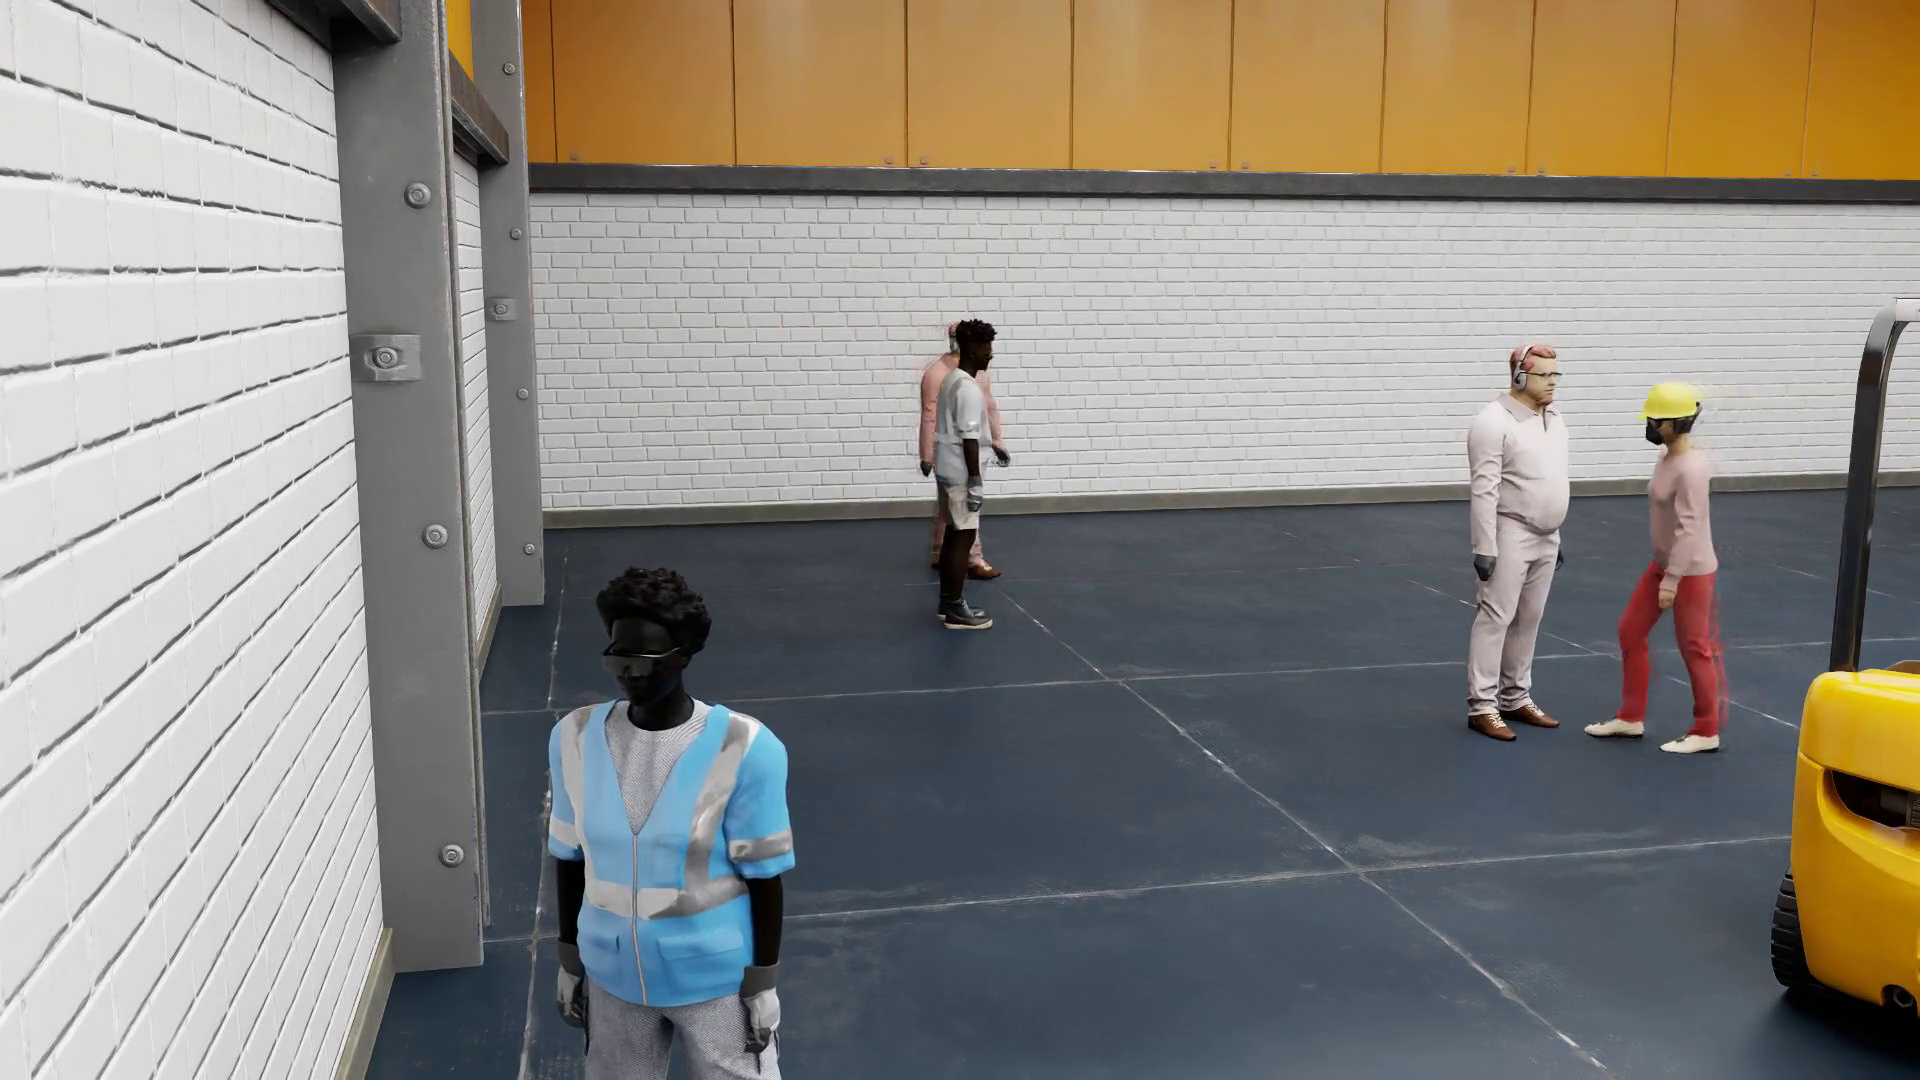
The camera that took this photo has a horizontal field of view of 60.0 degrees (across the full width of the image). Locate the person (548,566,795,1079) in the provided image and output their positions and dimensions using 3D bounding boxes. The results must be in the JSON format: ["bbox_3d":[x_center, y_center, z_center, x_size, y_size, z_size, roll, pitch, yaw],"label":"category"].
[{"bbox_3d":[-0.591,0.879,3.392,0.536,1.690,0.321,3,10,15],"label":"person"}]

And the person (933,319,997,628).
[{"bbox_3d":[0.031,-0.414,10.487,0.396,1.952,0.610,-2,10,-12],"label":"person"}]

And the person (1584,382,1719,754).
[{"bbox_3d":[3.245,0.142,7.709,0.704,1.738,0.544,1,9,6],"label":"person"}]

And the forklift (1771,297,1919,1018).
[{"bbox_3d":[3.542,0.334,5.177,2.313,2.155,1.214,-9,13,-43],"label":"forklift"}]

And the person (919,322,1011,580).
[{"bbox_3d":[0.085,-0.652,12.180,0.857,1.870,0.641,7,11,35],"label":"person"}]

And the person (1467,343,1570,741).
[{"bbox_3d":[2.730,0.004,8.063,0.653,1.904,0.405,-7,12,-37],"label":"person"}]
